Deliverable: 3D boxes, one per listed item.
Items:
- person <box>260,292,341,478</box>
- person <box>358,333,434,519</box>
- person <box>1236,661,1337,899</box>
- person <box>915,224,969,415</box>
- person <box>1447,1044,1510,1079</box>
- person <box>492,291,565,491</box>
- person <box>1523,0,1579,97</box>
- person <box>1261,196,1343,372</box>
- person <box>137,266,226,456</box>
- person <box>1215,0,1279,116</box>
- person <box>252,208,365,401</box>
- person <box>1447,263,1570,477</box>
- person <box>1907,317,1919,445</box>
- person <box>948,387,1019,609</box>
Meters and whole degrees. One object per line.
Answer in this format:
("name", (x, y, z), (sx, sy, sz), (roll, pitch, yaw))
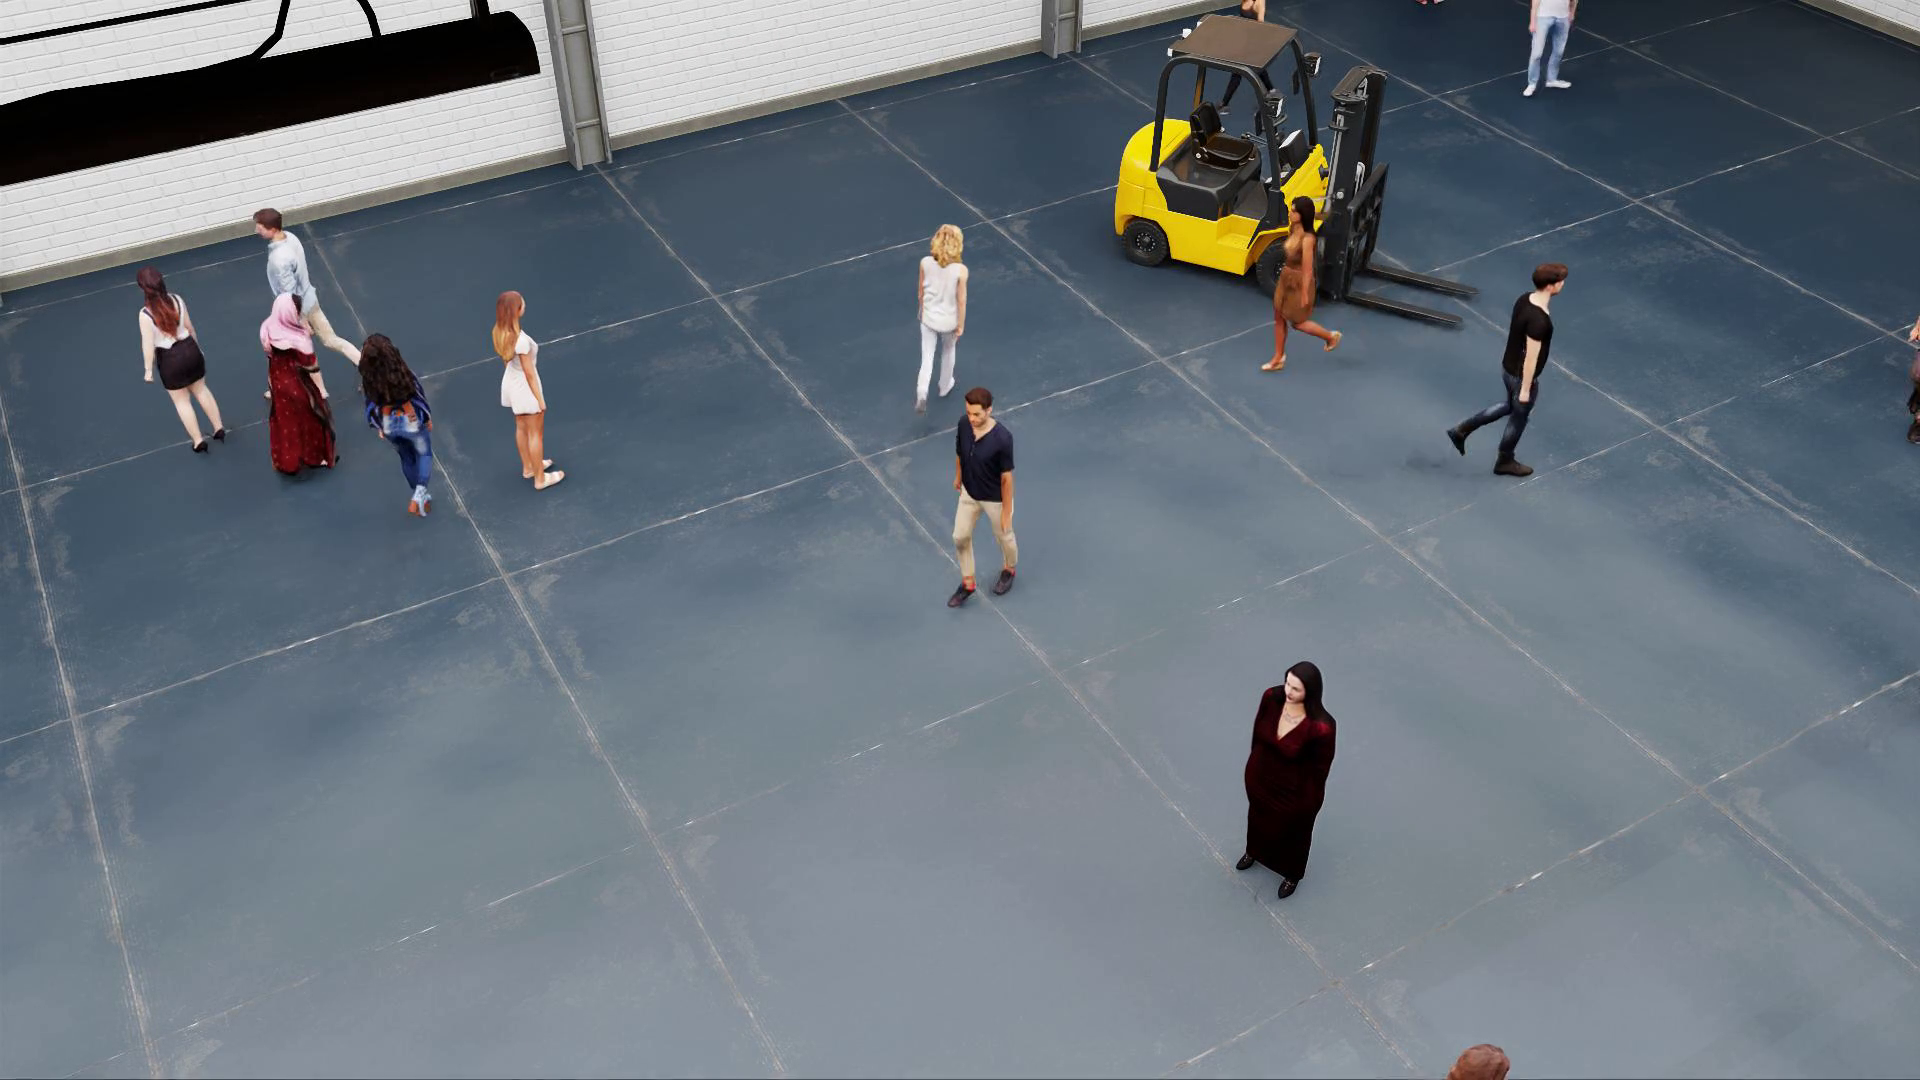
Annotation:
("person", (-5.223, -1.207, 12.997), (0.846, 1.599, 0.888), (11, 40, 13))
("person", (-4.191, -0.808, 12.490), (0.824, 1.608, 0.855), (-3, 39, -4))
("person", (1.896, 1.369, 9.644), (0.687, 1.758, 0.726), (-32, 48, -33))
("person", (-0.187, -1.793, 13.692), (0.968, 1.647, 1.028), (10, 40, 12))
("person", (2.208, 2.907, 7.749), (1.076, 1.719, 0.886), (-2, 39, -3))
("person", (-3.385, -1.159, 12.859), (0.607, 1.696, 0.610), (-29, 47, -31))
("person", (6.671, -5.876, 18.672), (0.816, 1.812, 1.018), (-10, 40, -12))
("person", (2.925, -2.150, 14.122), (0.977, 1.669, 0.723), (-9, 39, -11))
("person", (-6.190, -1.425, 13.235), (0.779, 1.643, 0.653), (16, 41, 19))
("person", (3.272, -5.494, 18.362), (1.158, 1.602, 0.676), (-14, 41, -17))
("person", (-5.333, -1.910, 13.712), (1.347, 1.806, 1.040), (-2, 39, -3))
("person", (4.257, -1.296, 12.881), (1.088, 1.882, 0.978), (4, 39, 5))
("person", (8.029, -1.671, 13.394), (0.899, 1.829, 1.030), (23, 44, 26))
("person", (0.230, -0.371, 11.775), (0.942, 1.818, 1.019), (21, 43, 24))
